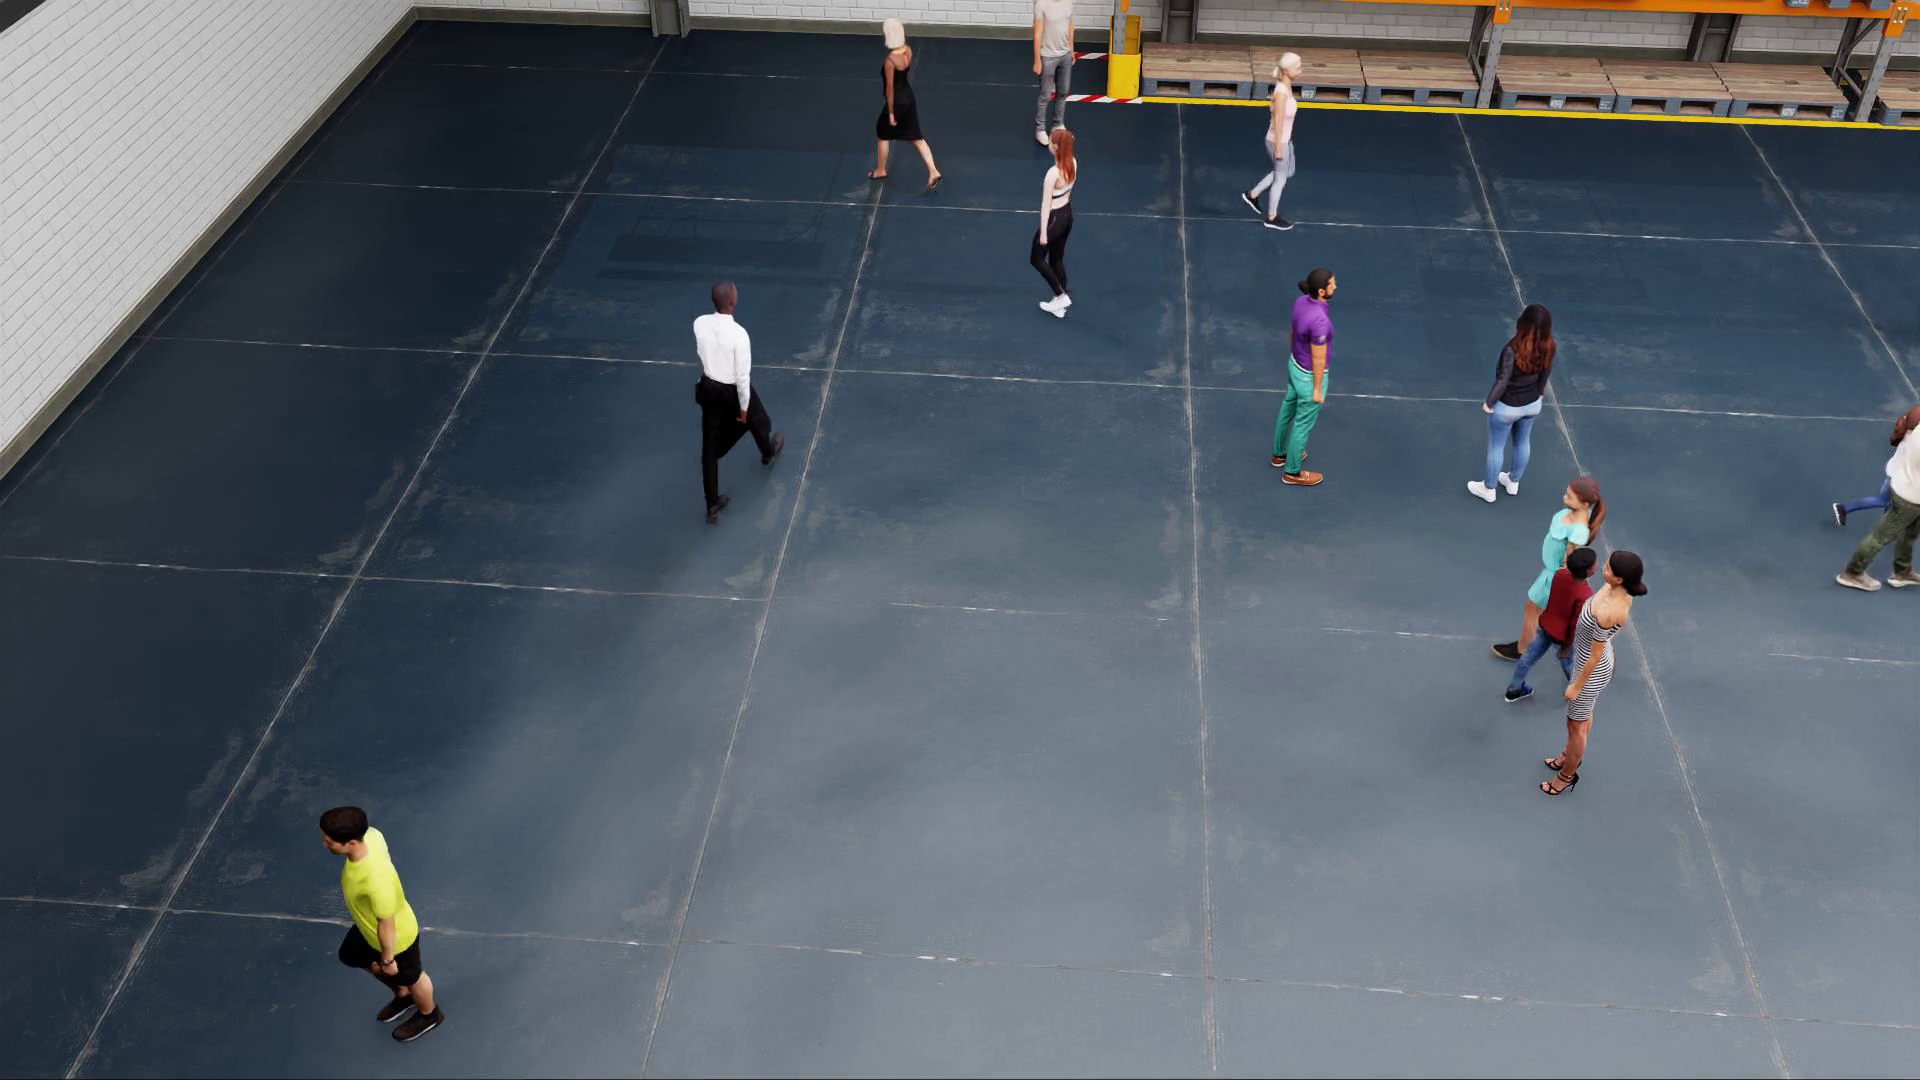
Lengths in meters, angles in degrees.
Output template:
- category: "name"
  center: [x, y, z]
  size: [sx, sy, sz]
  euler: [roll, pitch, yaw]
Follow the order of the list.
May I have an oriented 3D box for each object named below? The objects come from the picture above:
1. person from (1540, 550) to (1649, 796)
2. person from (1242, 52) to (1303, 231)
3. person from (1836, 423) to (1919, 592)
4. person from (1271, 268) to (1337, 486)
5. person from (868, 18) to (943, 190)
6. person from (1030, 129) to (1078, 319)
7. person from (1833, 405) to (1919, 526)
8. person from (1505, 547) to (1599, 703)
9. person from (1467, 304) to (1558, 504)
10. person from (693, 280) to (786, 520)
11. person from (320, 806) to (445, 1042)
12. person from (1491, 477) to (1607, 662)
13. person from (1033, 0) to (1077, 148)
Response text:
- category: "person"
  center: [3.724, 0.781, 9.812]
  size: [0.653, 1.822, 0.672]
  euler: [17, 42, 20]
- category: "person"
  center: [2.917, -3.742, 15.561]
  size: [0.791, 1.716, 0.641]
  euler: [10, 40, 12]
- category: "person"
  center: [6.385, -0.315, 11.334]
  size: [0.904, 1.635, 0.698]
  euler: [13, 40, 16]
- category: "person"
  center: [2.563, -1.234, 12.380]
  size: [0.655, 1.766, 0.681]
  euler: [-7, 39, -9]
- category: "person"
  center: [-0.506, -4.176, 16.106]
  size: [1.140, 1.713, 0.938]
  euler: [25, 45, 28]
- category: "person"
  center: [0.895, -2.656, 14.187]
  size: [0.769, 1.733, 0.725]
  euler: [25, 45, 28]
- category: "person"
  center: [6.716, -0.511, 12.012]
  size: [0.811, 1.095, 0.589]
  euler: [17, 41, 20]
- category: "person"
  center: [3.739, 0.583, 10.540]
  size: [0.911, 1.223, 0.743]
  euler: [-14, 41, -17]
- category: "person"
  center: [4.081, -1.010, 12.206]
  size: [0.652, 1.634, 0.779]
  euler: [-14, 41, -16]
- category: "person"
  center: [-1.748, -0.976, 12.047]
  size: [1.262, 1.778, 0.979]
  euler: [14, 41, 17]
- category: "person"
  center: [-2.866, 1.913, 8.490]
  size: [0.817, 1.704, 0.769]
  euler: [-23, 44, -26]
- category: "person"
  center: [3.937, 0.217, 10.739]
  size: [0.967, 1.547, 0.757]
  euler: [16, 41, 19]
- category: "person"
  center: [0.944, -4.957, 16.945]
  size: [0.732, 1.887, 0.803]
  euler: [-25, 45, -28]
